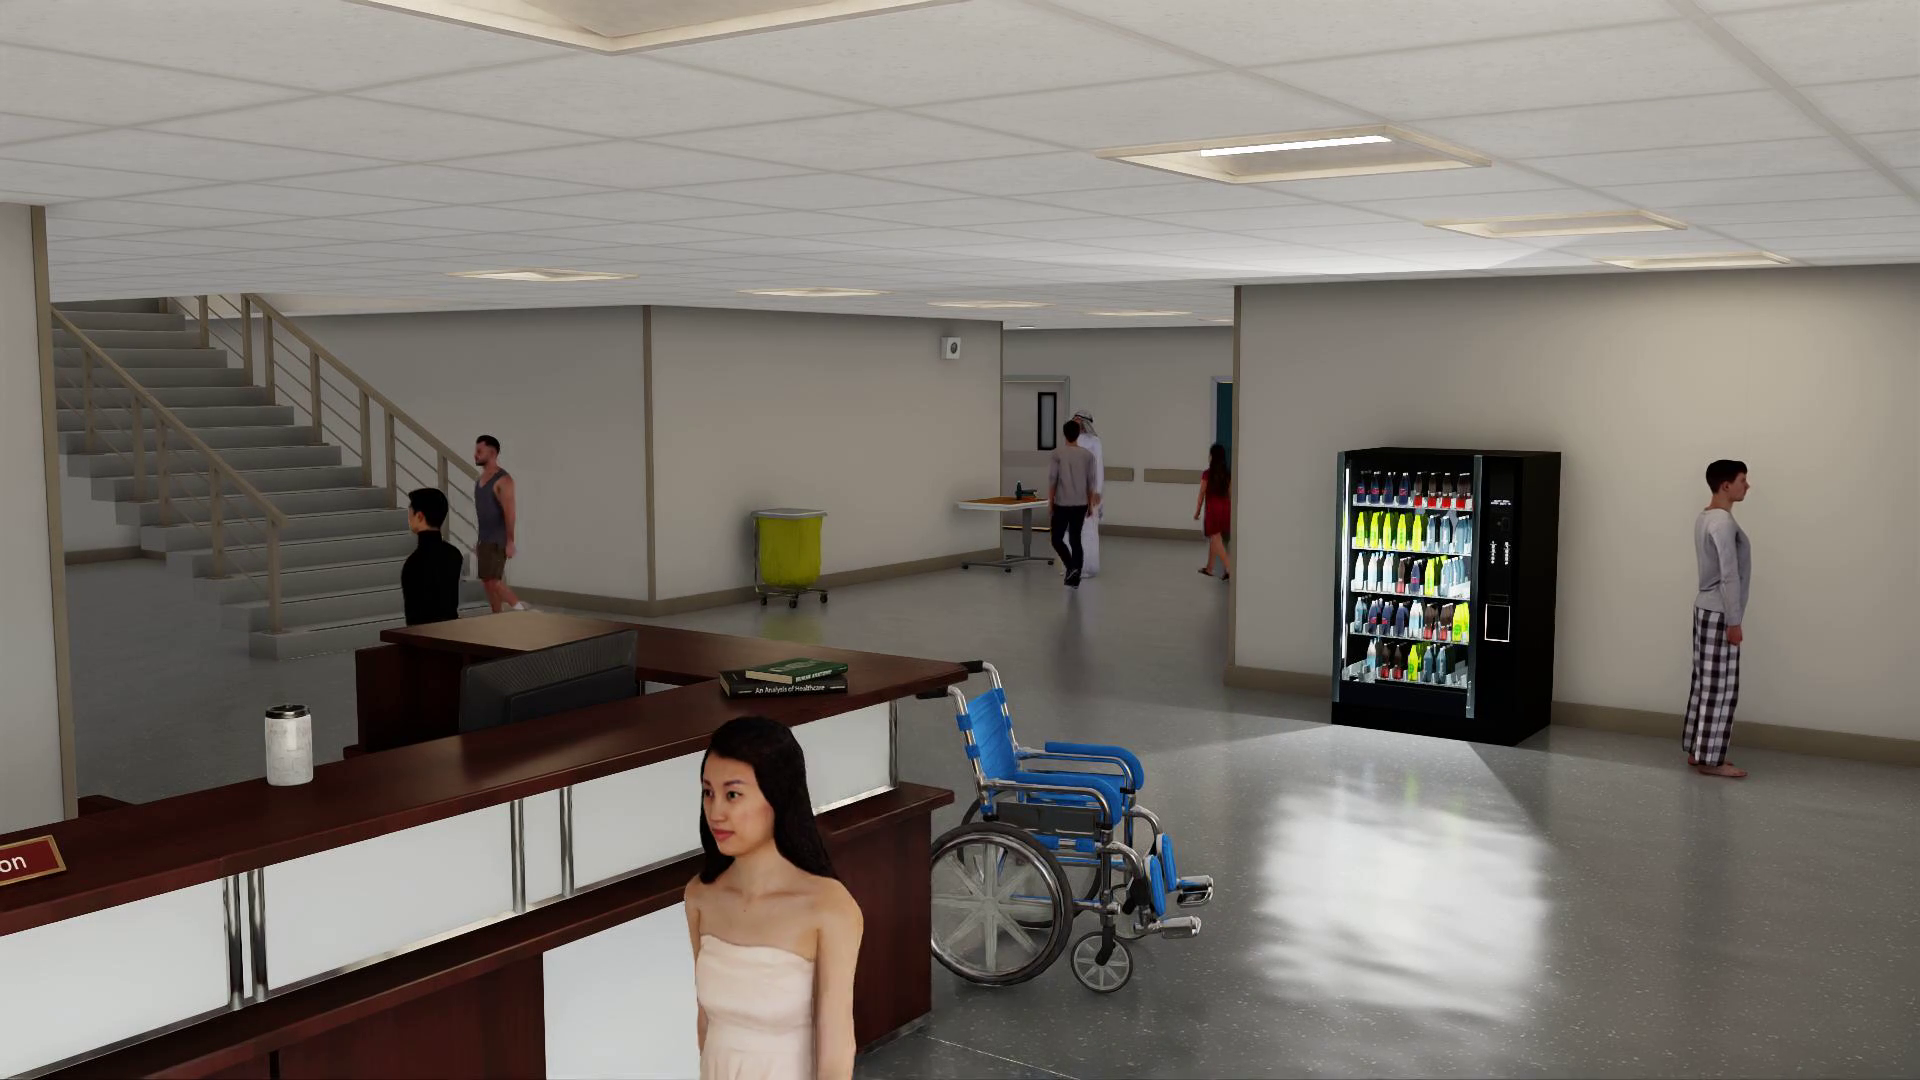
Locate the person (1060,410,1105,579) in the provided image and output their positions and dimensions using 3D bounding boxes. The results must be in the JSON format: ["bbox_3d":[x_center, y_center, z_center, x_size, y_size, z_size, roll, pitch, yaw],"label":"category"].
[{"bbox_3d":[1.420,-0.537,19.172,0.798,1.926,0.623,-6,8,-44],"label":"person"}]

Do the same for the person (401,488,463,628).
[{"bbox_3d":[-2.857,0.576,9.175,0.749,1.711,0.737,2,6,16],"label":"person"}]

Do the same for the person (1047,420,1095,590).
[{"bbox_3d":[1.214,-0.363,17.954,0.902,1.823,0.964,-1,6,-12],"label":"person"}]

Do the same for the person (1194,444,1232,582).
[{"bbox_3d":[2.928,-0.299,18.771,0.853,1.532,1.085,-3,6,-26],"label":"person"}]

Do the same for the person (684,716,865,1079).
[{"bbox_3d":[-0.275,1.193,3.190,1.001,1.681,0.716,3,6,28],"label":"person"}]

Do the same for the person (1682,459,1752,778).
[{"bbox_3d":[4.468,0.444,9.805,0.674,1.847,0.696,1,6,11],"label":"person"}]

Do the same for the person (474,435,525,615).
[{"bbox_3d":[-4.037,-0.008,14.649,0.792,1.830,0.751,-5,8,-41],"label":"person"}]
